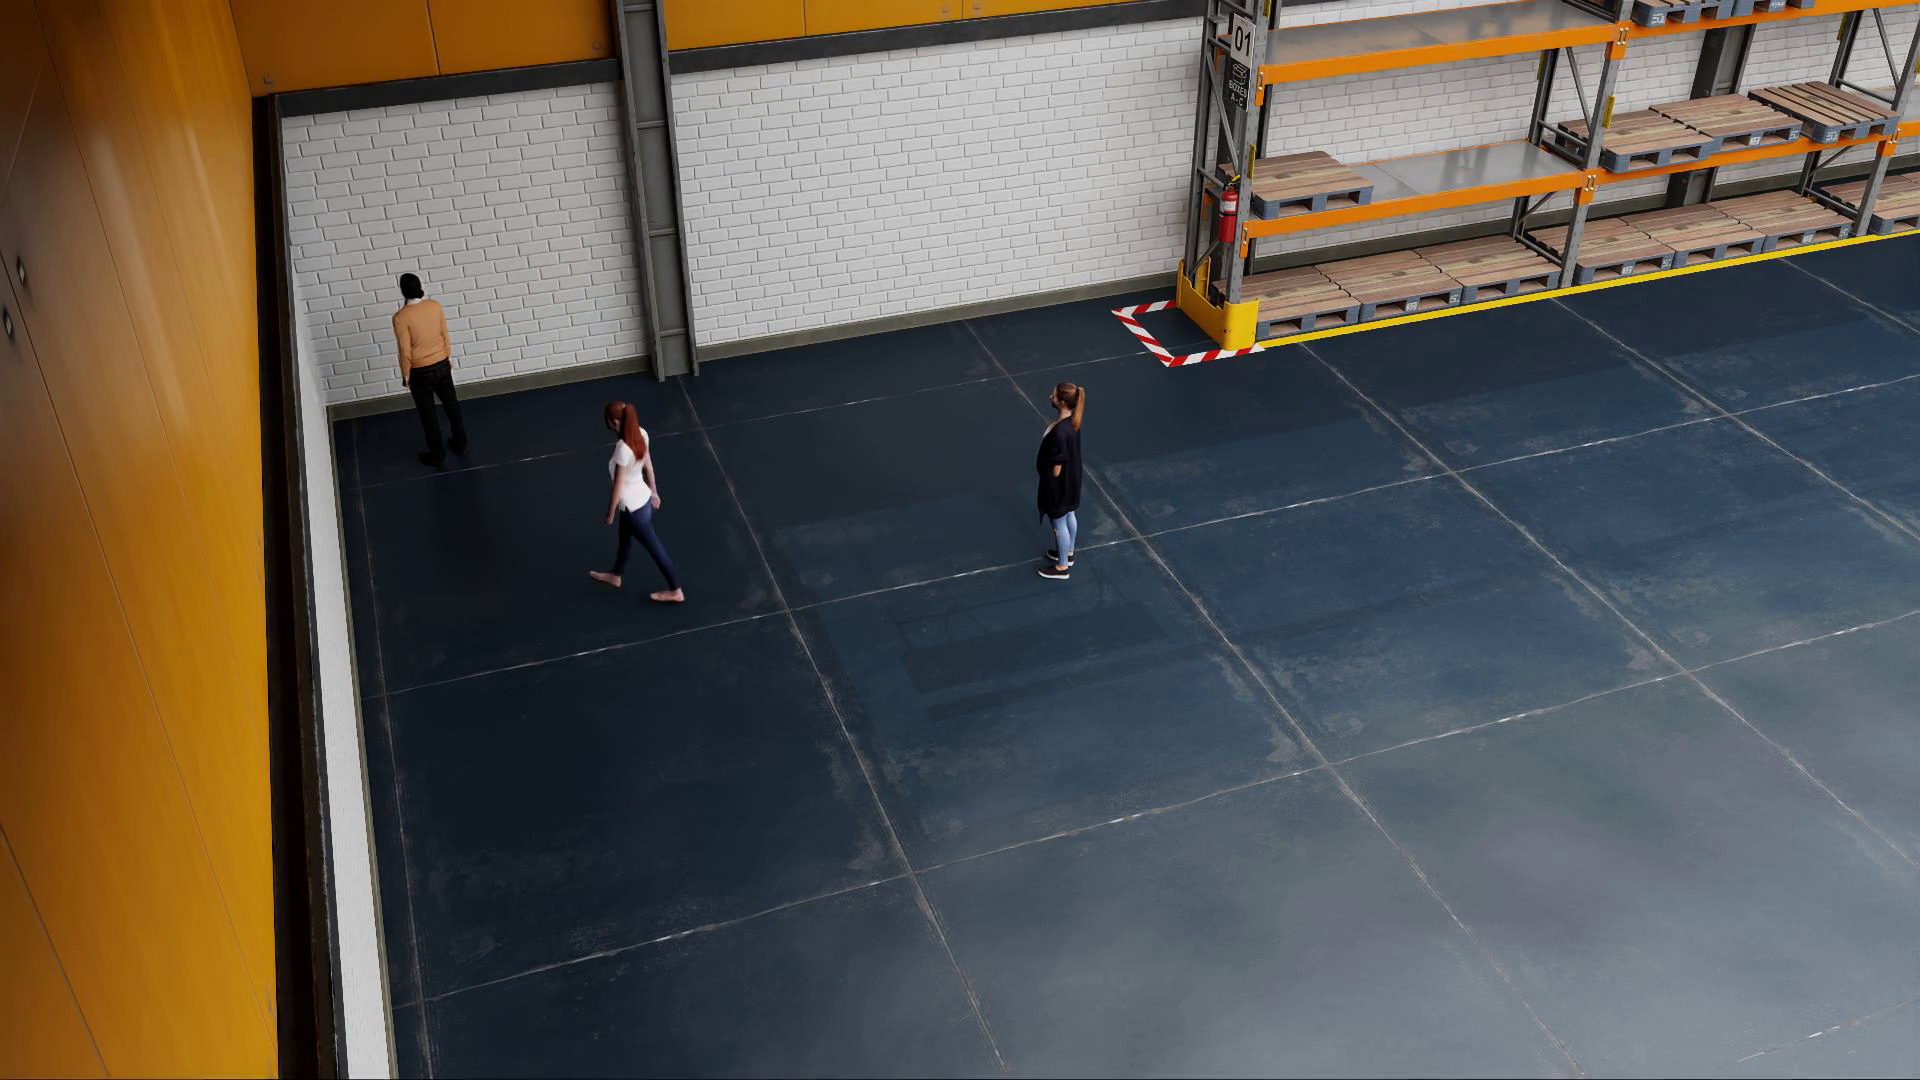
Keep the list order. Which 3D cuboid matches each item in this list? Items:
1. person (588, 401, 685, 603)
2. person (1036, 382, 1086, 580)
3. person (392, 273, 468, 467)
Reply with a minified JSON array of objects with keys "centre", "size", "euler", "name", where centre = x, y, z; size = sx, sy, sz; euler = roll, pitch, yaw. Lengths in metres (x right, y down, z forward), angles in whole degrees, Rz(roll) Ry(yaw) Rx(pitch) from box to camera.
[{"centre":[-2.325,-0.235,12.470],"size":[1.085,1.700,0.852],"euler":[3,34,5],"name":"person"},{"centre":[0.794,-0.466,12.833],"size":[0.761,1.684,0.719],"euler":[12,35,17],"name":"person"},{"centre":[-4.575,-1.475,14.288],"size":[0.811,1.753,0.697],"euler":[24,40,31],"name":"person"}]
